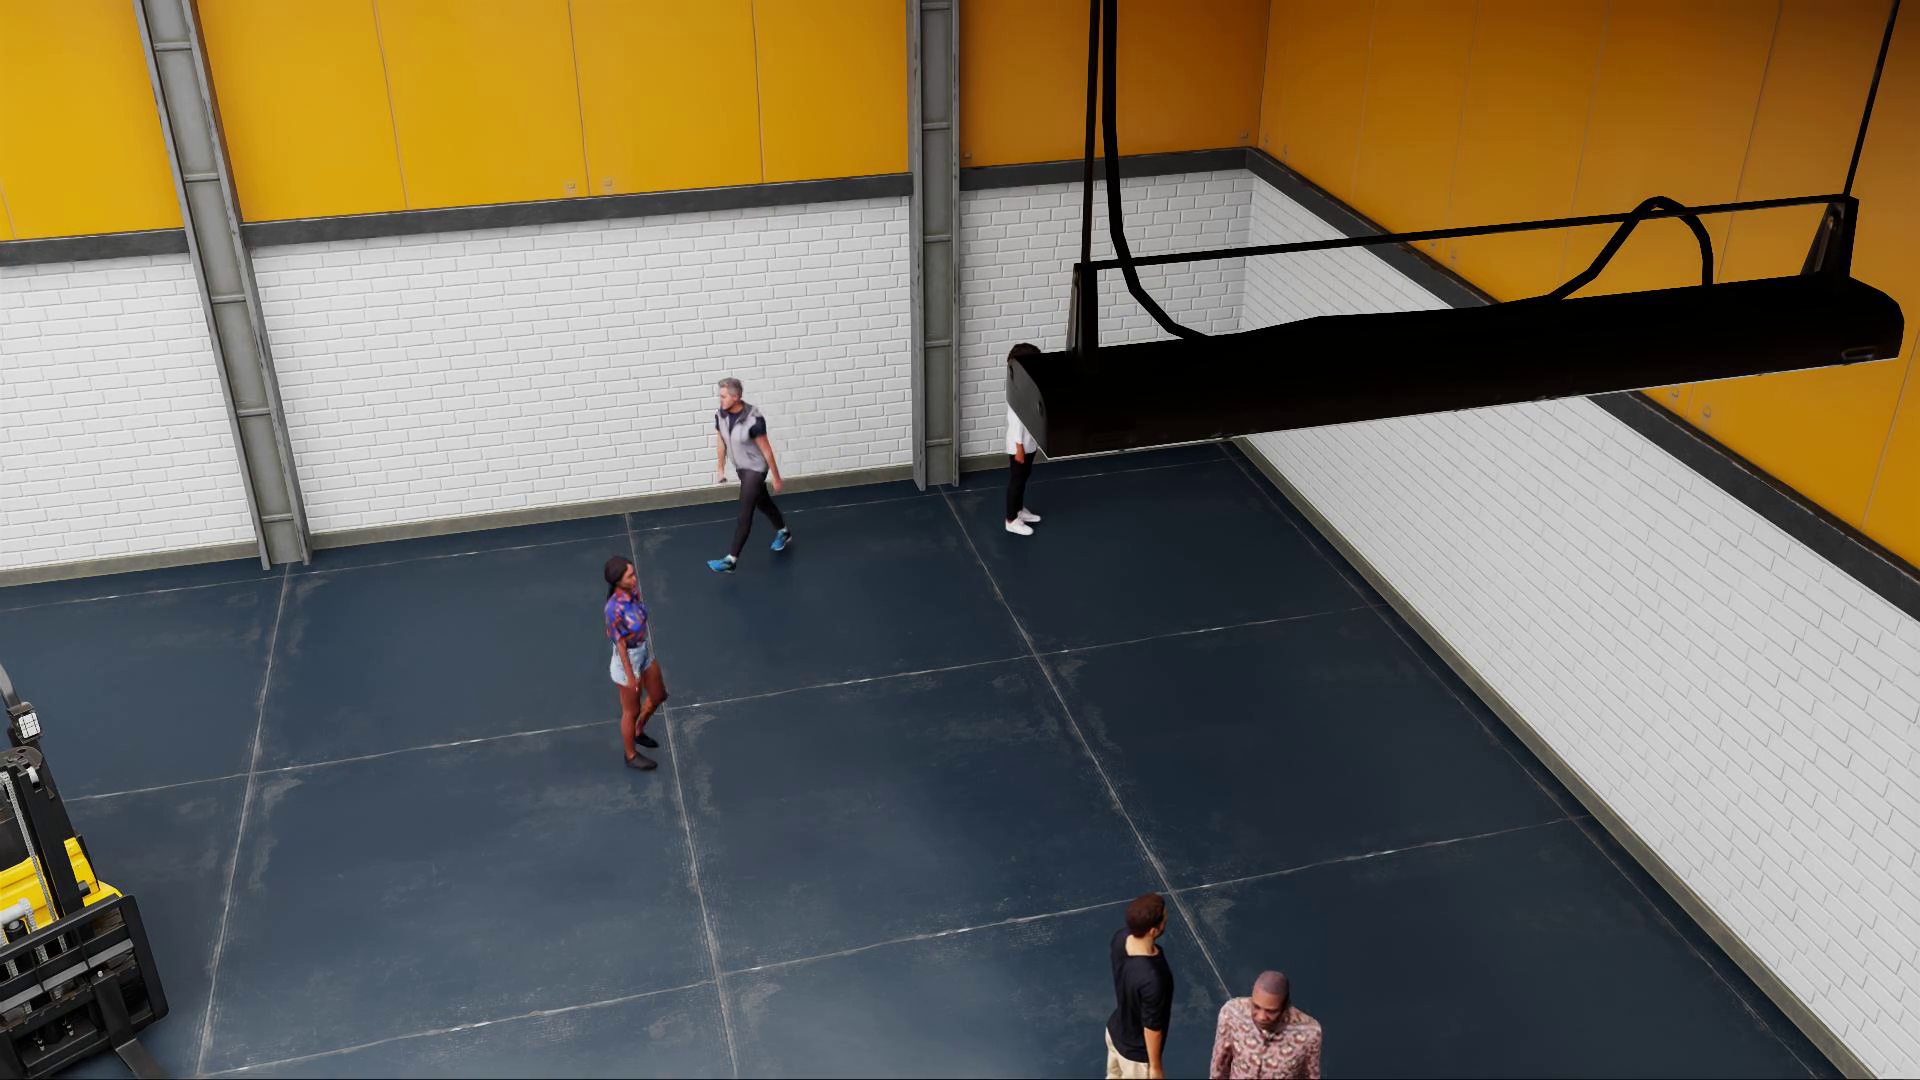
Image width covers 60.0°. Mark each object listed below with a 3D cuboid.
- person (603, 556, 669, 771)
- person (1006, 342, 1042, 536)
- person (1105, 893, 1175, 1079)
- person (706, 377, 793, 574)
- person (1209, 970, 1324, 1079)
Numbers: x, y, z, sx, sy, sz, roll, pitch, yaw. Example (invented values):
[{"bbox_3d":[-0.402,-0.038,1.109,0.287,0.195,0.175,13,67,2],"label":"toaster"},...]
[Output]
[{"bbox_3d":[-2.418,0.876,11.820,0.731,1.732,0.701,7,29,12],"label":"person"},{"bbox_3d":[0.566,-0.936,15.063,0.726,1.808,0.716,9,30,16],"label":"person"},{"bbox_3d":[0.895,2.578,8.576,0.553,1.850,0.641,-8,30,-15],"label":"person"},{"bbox_3d":[-1.741,-0.599,14.504,1.172,1.751,1.350,21,35,33],"label":"person"},{"bbox_3d":[1.530,2.762,8.318,1.130,1.774,1.144,11,30,19],"label":"person"}]
